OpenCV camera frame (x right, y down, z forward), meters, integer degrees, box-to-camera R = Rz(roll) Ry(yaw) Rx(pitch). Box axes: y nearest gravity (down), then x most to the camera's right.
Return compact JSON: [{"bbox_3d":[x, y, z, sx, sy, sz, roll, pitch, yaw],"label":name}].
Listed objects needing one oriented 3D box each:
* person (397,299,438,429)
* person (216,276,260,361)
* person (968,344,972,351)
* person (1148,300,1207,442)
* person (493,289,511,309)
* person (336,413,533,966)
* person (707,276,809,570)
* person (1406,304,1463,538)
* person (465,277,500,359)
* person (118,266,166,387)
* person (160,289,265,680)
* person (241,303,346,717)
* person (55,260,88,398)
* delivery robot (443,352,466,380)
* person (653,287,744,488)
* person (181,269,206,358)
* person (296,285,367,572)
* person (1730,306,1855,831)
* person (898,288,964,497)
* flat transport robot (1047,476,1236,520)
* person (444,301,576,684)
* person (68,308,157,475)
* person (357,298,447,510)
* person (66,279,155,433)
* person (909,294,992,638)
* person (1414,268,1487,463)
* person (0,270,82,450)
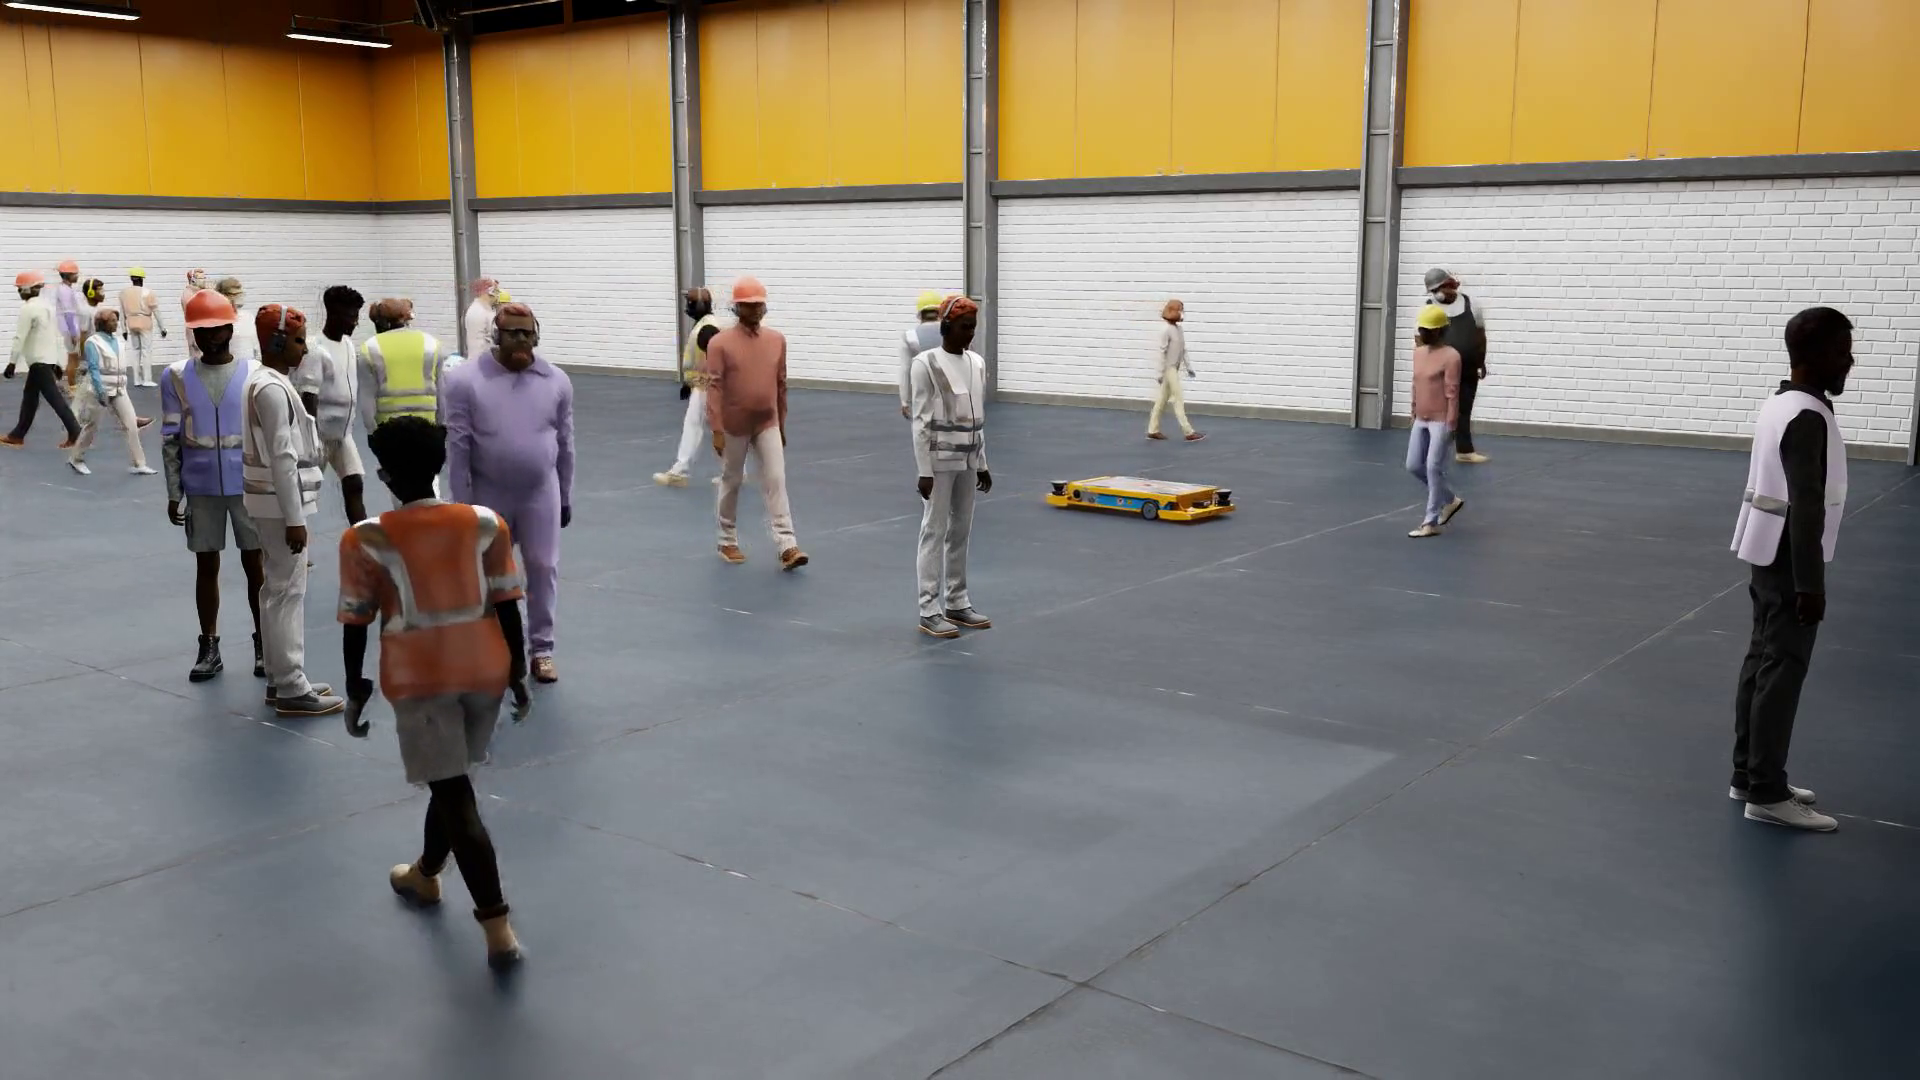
[{"bbox_3d":[-6.580,-2.049,19.658,0.849,1.593,0.515,-2,10,-11],"label":"person"},{"bbox_3d":[-6.373,-1.340,14.552,0.513,1.919,0.644,3,10,15],"label":"person"},{"bbox_3d":[-0.040,-1.873,18.495,0.289,1.632,0.497,-8,13,-39],"label":"person"},{"bbox_3d":[2.448,-1.907,18.806,0.650,1.611,0.510,4,11,24],"label":"person"},{"bbox_3d":[-4.897,-1.824,17.885,0.312,1.744,0.487,-2,10,-9],"label":"person"},{"bbox_3d":[-1.565,0.442,5.049,0.537,1.626,0.941,-8,13,-41],"label":"person"},{"bbox_3d":[-1.375,-0.766,11.099,0.645,1.948,0.997,-6,11,-31],"label":"person"},{"bbox_3d":[3.579,-0.891,12.448,0.506,1.740,0.538,-4,11,-23],"label":"person"},{"bbox_3d":[-4.796,-1.738,16.996,0.464,1.875,0.680,-1,10,-6],"label":"person"},{"bbox_3d":[-13.037,-3.388,26.469,0.612,1.923,0.400,1,10,7],"label":"person"},{"bbox_3d":[-3.655,-0.268,8.264,0.552,1.937,0.356,-3,10,-17],"label":"person"},{"bbox_3d":[-3.094,-0.135,7.639,0.356,1.887,0.572,-5,11,-29],"label":"person"},{"bbox_3d":[-13.009,-3.077,24.349,0.436,2.031,0.643,-5,11,-27],"label":"person"},{"bbox_3d":[-8.026,-2.755,26.494,0.477,0.478,0.707,-7,12,-35],"label":"delivery robot"},{"bbox_3d":[-2.399,-1.379,15.123,0.899,1.806,0.640,-1,10,-8],"label":"person"},{"bbox_3d":[-10.689,-2.855,23.418,0.408,1.909,0.638,-2,10,-13],"label":"person"},{"bbox_3d":[-4.134,-0.712,10.962,0.959,1.898,0.704,2,10,14],"label":"person"},{"bbox_3d":[3.092,0.096,6.197,0.391,1.920,0.593,3,10,15],"label":"person"},{"bbox_3d":[-0.236,-1.246,14.291,0.607,1.819,0.588,-2,10,-11],"label":"person"},{"bbox_3d":[1.473,-0.357,13.628,1.431,0.197,0.652,9,13,41],"label":"flat transport robot"},{"bbox_3d":[-2.245,-0.259,8.352,0.640,1.878,0.724,-4,11,-22],"label":"person"},{"bbox_3d":[-8.189,-1.414,15.902,0.835,1.605,0.504,3,10,16],"label":"person"},{"bbox_3d":[-3.993,-0.840,12.005,0.627,1.800,0.774,-5,11,-28],"label":"person"},{"bbox_3d":[-10.129,-2.159,19.639,1.011,1.815,0.516,-3,10,-17],"label":"person"},{"bbox_3d":[-0.040,-0.414,9.261,0.355,1.887,0.574,8,12,38],"label":"person"},{"bbox_3d":[4.998,-1.781,16.770,0.807,2.000,0.534,0,10,2],"label":"person"},{"bbox_3d":[-9.969,-1.930,17.937,1.031,1.944,0.608,-1,10,-8],"label":"person"}]
